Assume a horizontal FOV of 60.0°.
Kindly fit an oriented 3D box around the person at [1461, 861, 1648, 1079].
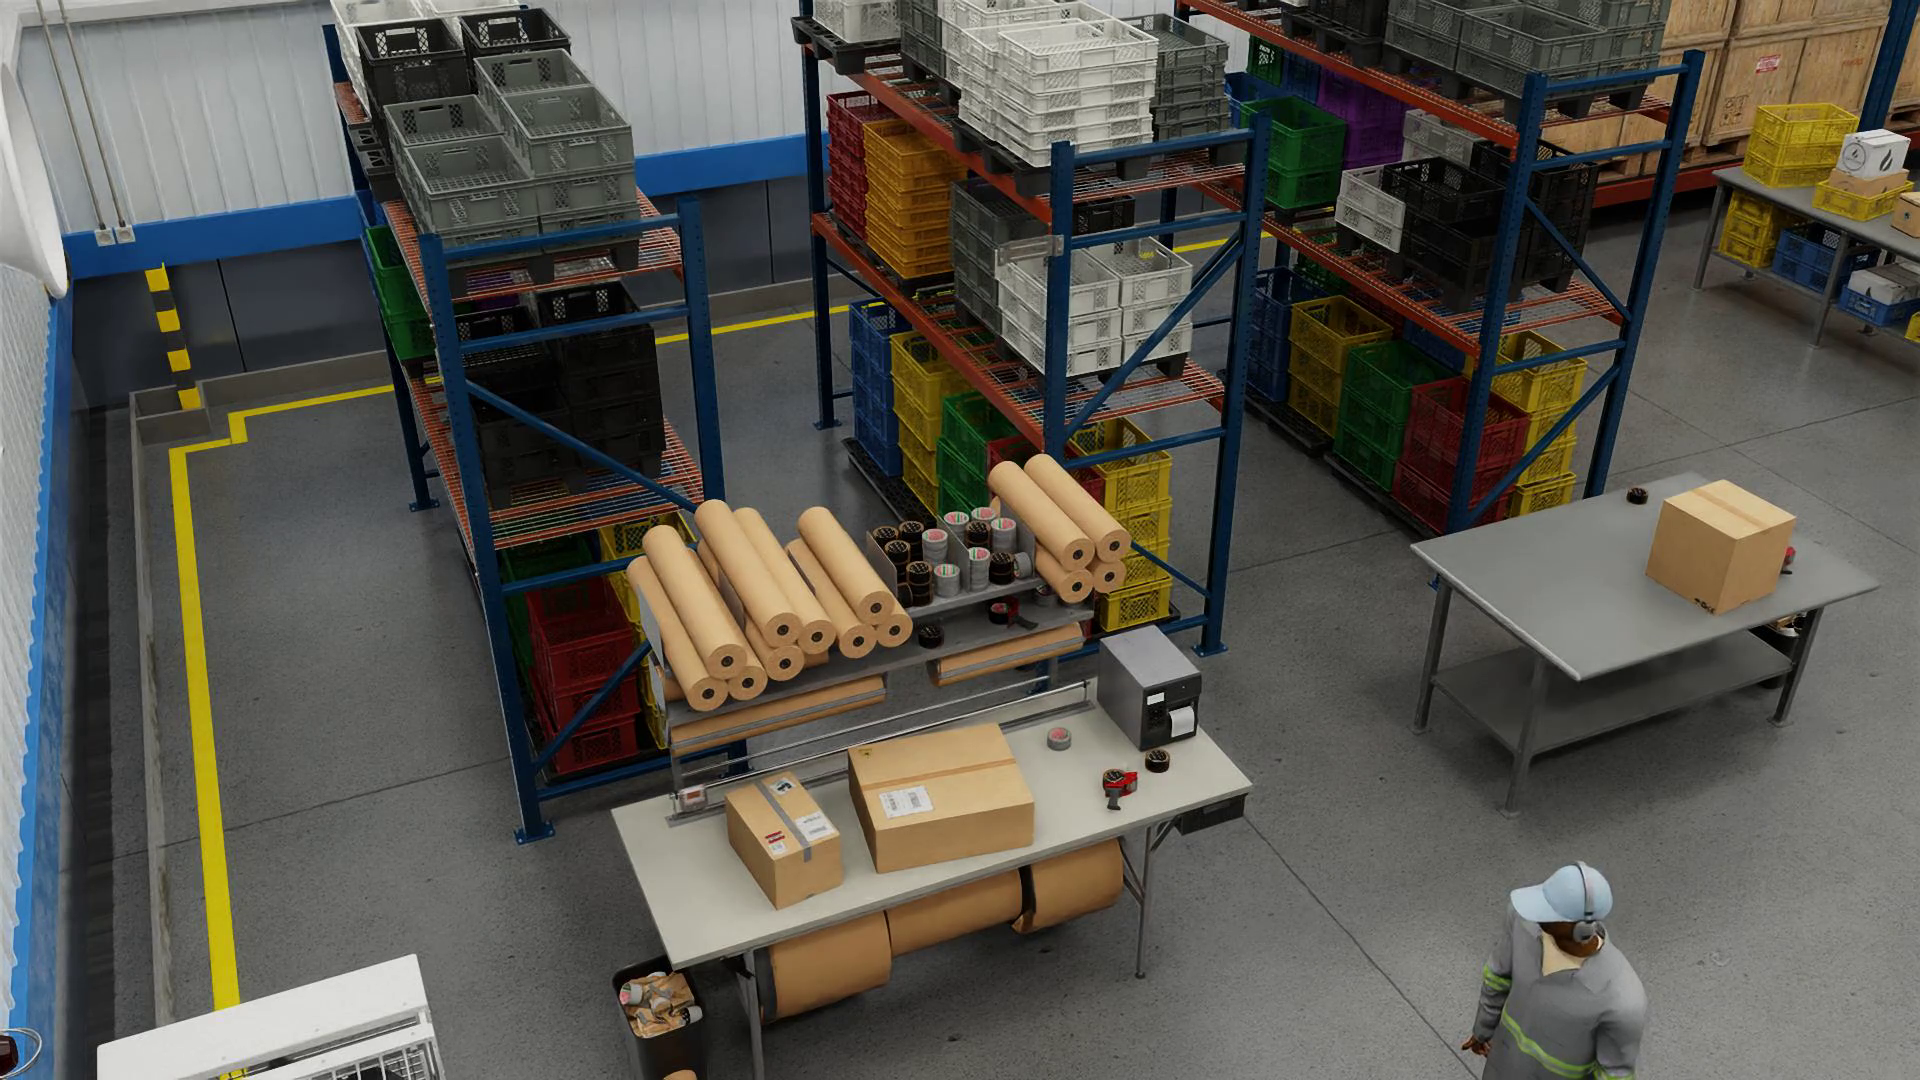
[{"bbox_3d":[1.916,1.787,5.559,0.389,1.849,0.595,-14,34,-22],"label":"person"}]
